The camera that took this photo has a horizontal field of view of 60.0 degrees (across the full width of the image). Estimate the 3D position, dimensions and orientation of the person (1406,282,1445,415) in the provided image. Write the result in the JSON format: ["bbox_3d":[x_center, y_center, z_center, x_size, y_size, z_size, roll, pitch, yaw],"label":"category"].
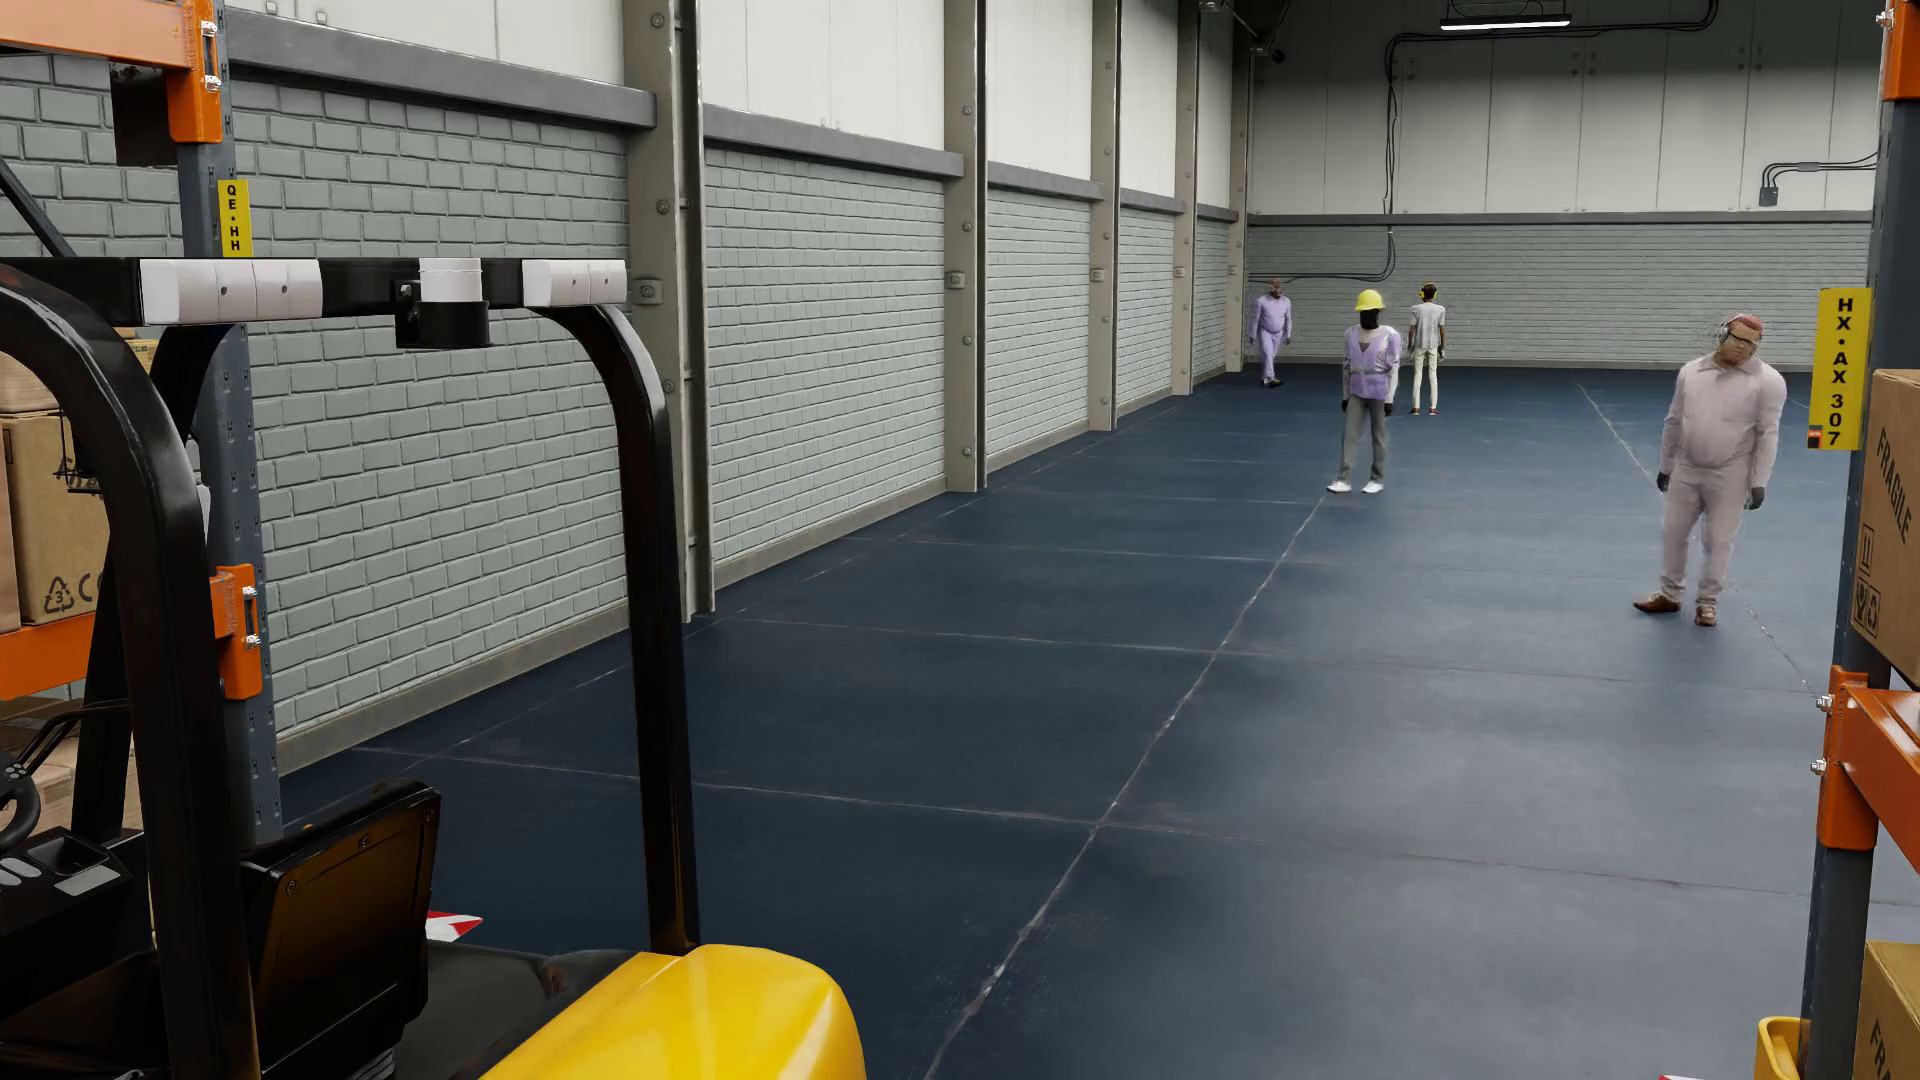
[{"bbox_3d":[6.603,-2.707,23.566,0.533,1.871,0.320,2,10,11],"label":"person"}]

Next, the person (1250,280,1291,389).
[{"bbox_3d":[5.327,-3.521,28.510,0.683,1.855,1.023,-3,10,-16],"label":"person"}]

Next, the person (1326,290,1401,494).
[{"bbox_3d":[3.718,-1.345,15.361,0.619,1.893,0.856,9,13,41],"label":"person"}]

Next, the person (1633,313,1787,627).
[{"bbox_3d":[4.463,-0.405,9.873,0.398,1.870,0.734,-9,13,-41],"label":"person"}]
